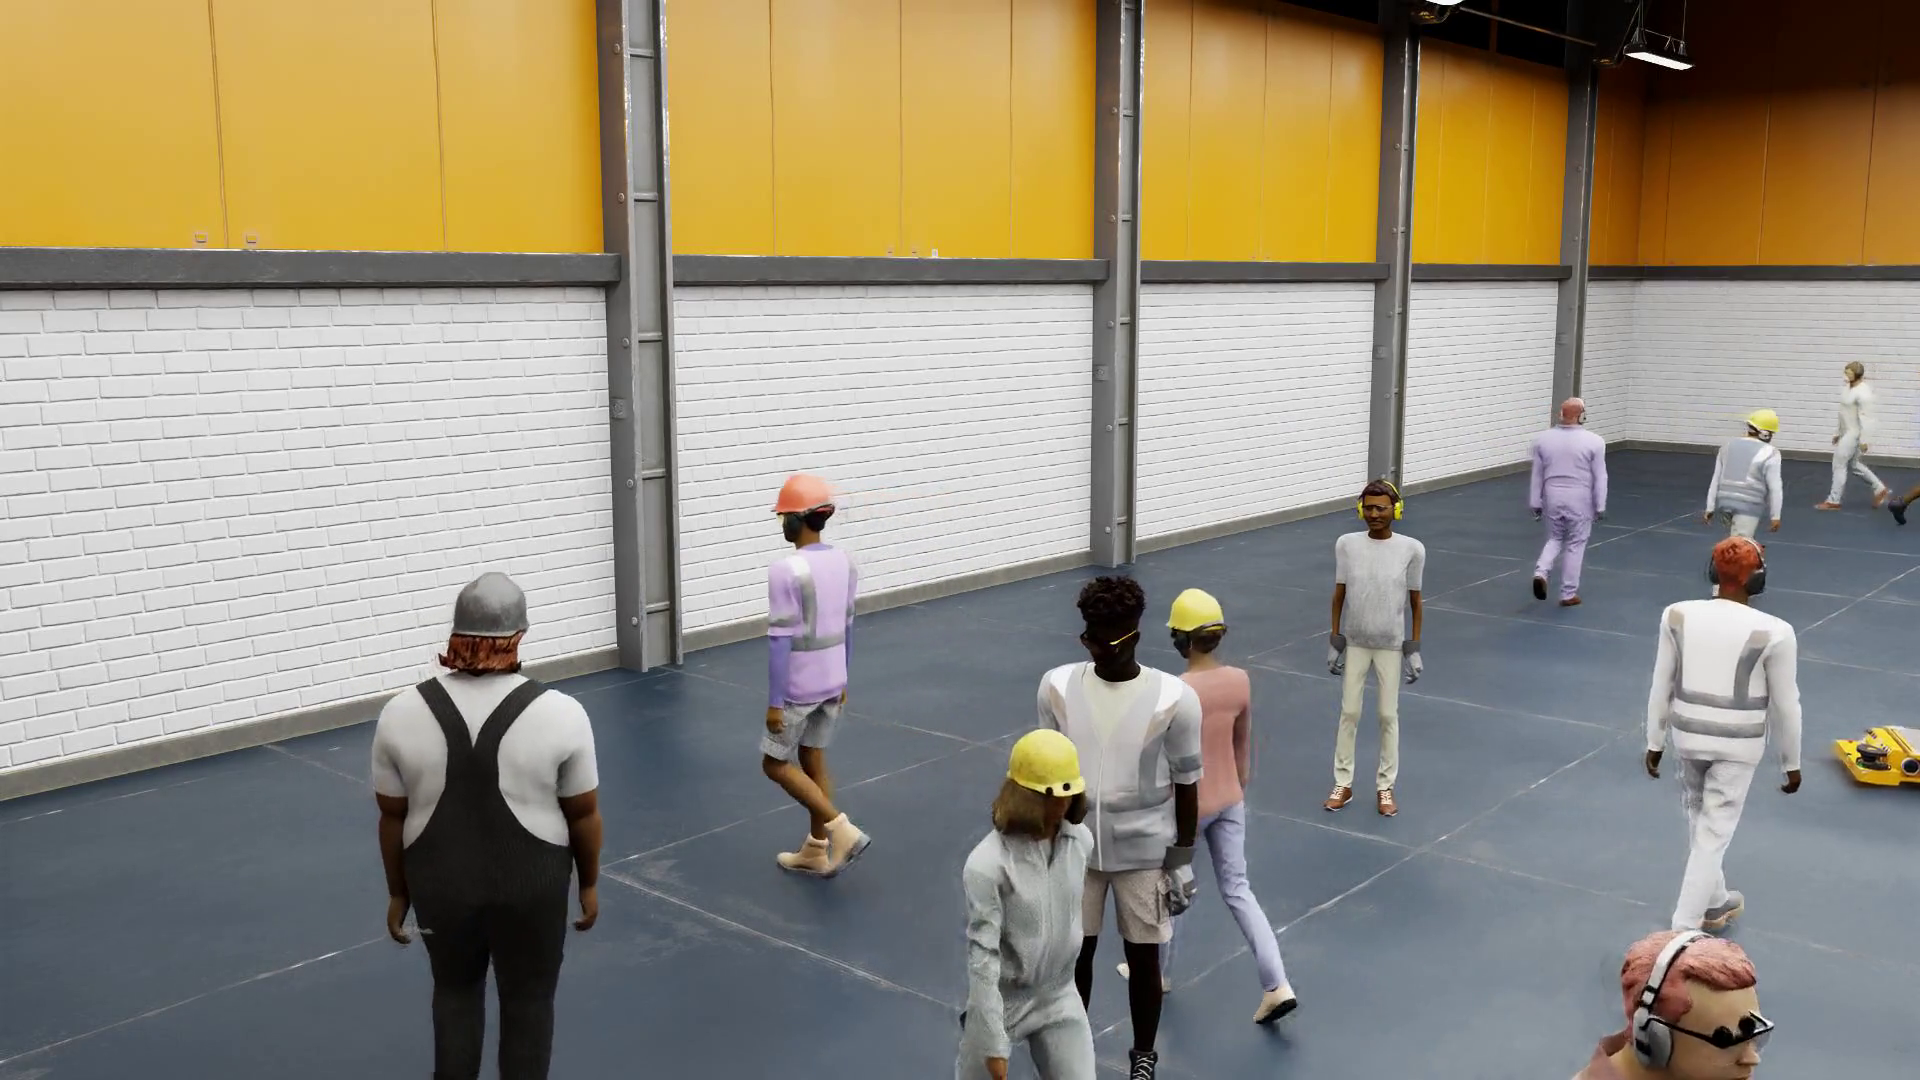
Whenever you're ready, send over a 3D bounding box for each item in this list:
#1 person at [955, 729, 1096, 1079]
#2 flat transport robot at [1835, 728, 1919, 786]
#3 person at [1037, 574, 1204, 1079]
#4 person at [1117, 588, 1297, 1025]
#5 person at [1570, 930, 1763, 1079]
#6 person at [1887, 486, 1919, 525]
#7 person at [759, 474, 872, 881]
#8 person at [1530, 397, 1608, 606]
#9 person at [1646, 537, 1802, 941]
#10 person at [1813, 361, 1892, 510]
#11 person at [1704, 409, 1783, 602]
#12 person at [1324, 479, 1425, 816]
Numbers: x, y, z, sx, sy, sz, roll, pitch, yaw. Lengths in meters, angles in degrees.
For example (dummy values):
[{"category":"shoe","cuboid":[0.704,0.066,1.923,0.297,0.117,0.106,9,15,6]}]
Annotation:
[{"category":"person","cuboid":[0.161,1.357,4.946,0.503,1.692,0.913,-6,11,-35]},{"category":"flat transport robot","cuboid":[5.997,1.297,9.753,1.431,0.197,0.652,3,9,16]},{"category":"person","cuboid":[0.535,1.080,5.836,0.608,1.957,0.390,4,10,21]},{"category":"person","cuboid":[1.012,1.061,6.678,0.536,1.735,0.863,-6,11,-35]},{"category":"person","cuboid":[1.277,1.593,2.905,0.675,1.853,0.996,-7,12,-38]},{"category":"person","cuboid":[11.491,-1.078,19.557,0.880,1.909,0.555,4,10,22]},{"category":"person","cuboid":[-0.698,0.692,8.064,0.531,2.023,0.625,5,11,31]},{"category":"person","cuboid":[5.461,-0.332,14.913,0.480,1.892,0.647,-9,12,-43]},{"category":"person","cuboid":[3.407,0.899,7.316,0.891,1.844,0.597,-7,12,-39]},{"category":"person","cuboid":[11.376,-1.315,21.052,0.881,1.911,0.633,2,9,13]},{"category":"person","cuboid":[7.045,-0.278,14.902,0.909,1.776,0.617,-4,10,-25]},{"category":"person","cuboid":[2.293,0.591,9.186,0.521,1.871,0.335,4,10,22]}]
